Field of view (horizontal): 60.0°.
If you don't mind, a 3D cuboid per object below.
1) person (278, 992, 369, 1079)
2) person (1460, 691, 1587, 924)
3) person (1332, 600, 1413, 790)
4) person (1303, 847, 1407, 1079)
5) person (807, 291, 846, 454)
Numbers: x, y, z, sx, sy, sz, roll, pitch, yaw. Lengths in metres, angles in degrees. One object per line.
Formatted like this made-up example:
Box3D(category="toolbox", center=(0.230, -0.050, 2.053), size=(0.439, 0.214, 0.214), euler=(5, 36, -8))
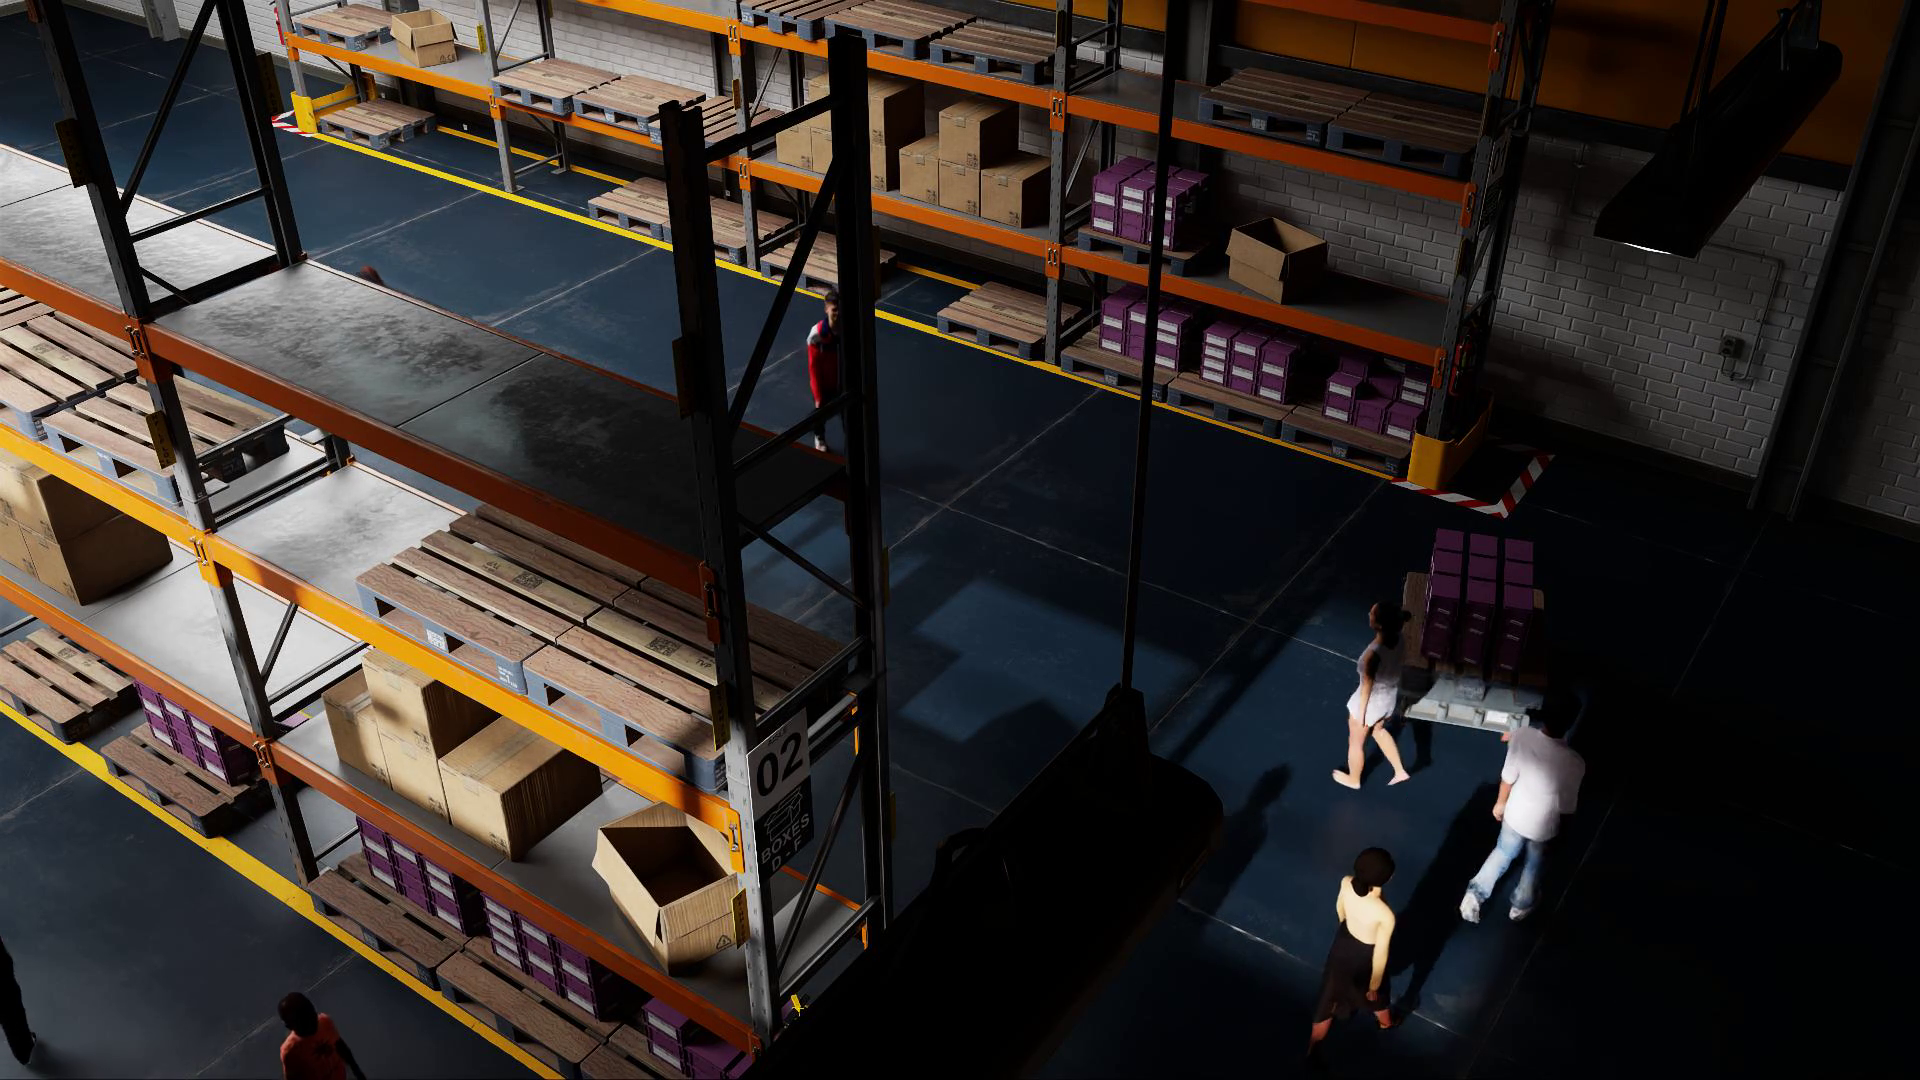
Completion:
Box3D(category="person", center=(-3.419, 2.846, 8.793), size=(0.894, 1.278, 0.560), euler=(17, 37, 24))
Box3D(category="person", center=(3.434, 1.683, 10.073), size=(0.853, 1.799, 0.979), euler=(-25, 41, -32))
Box3D(category="person", center=(2.850, 1.093, 11.147), size=(0.789, 1.593, 0.640), euler=(28, 43, 35))
Box3D(category="person", center=(2.123, 2.375, 9.191), size=(0.872, 1.622, 1.002), euler=(-21, 39, -28))
Box3D(category="person", center=(-1.156, -1.404, 14.791), size=(1.097, 1.717, 1.245), euler=(-10, 35, -15))
